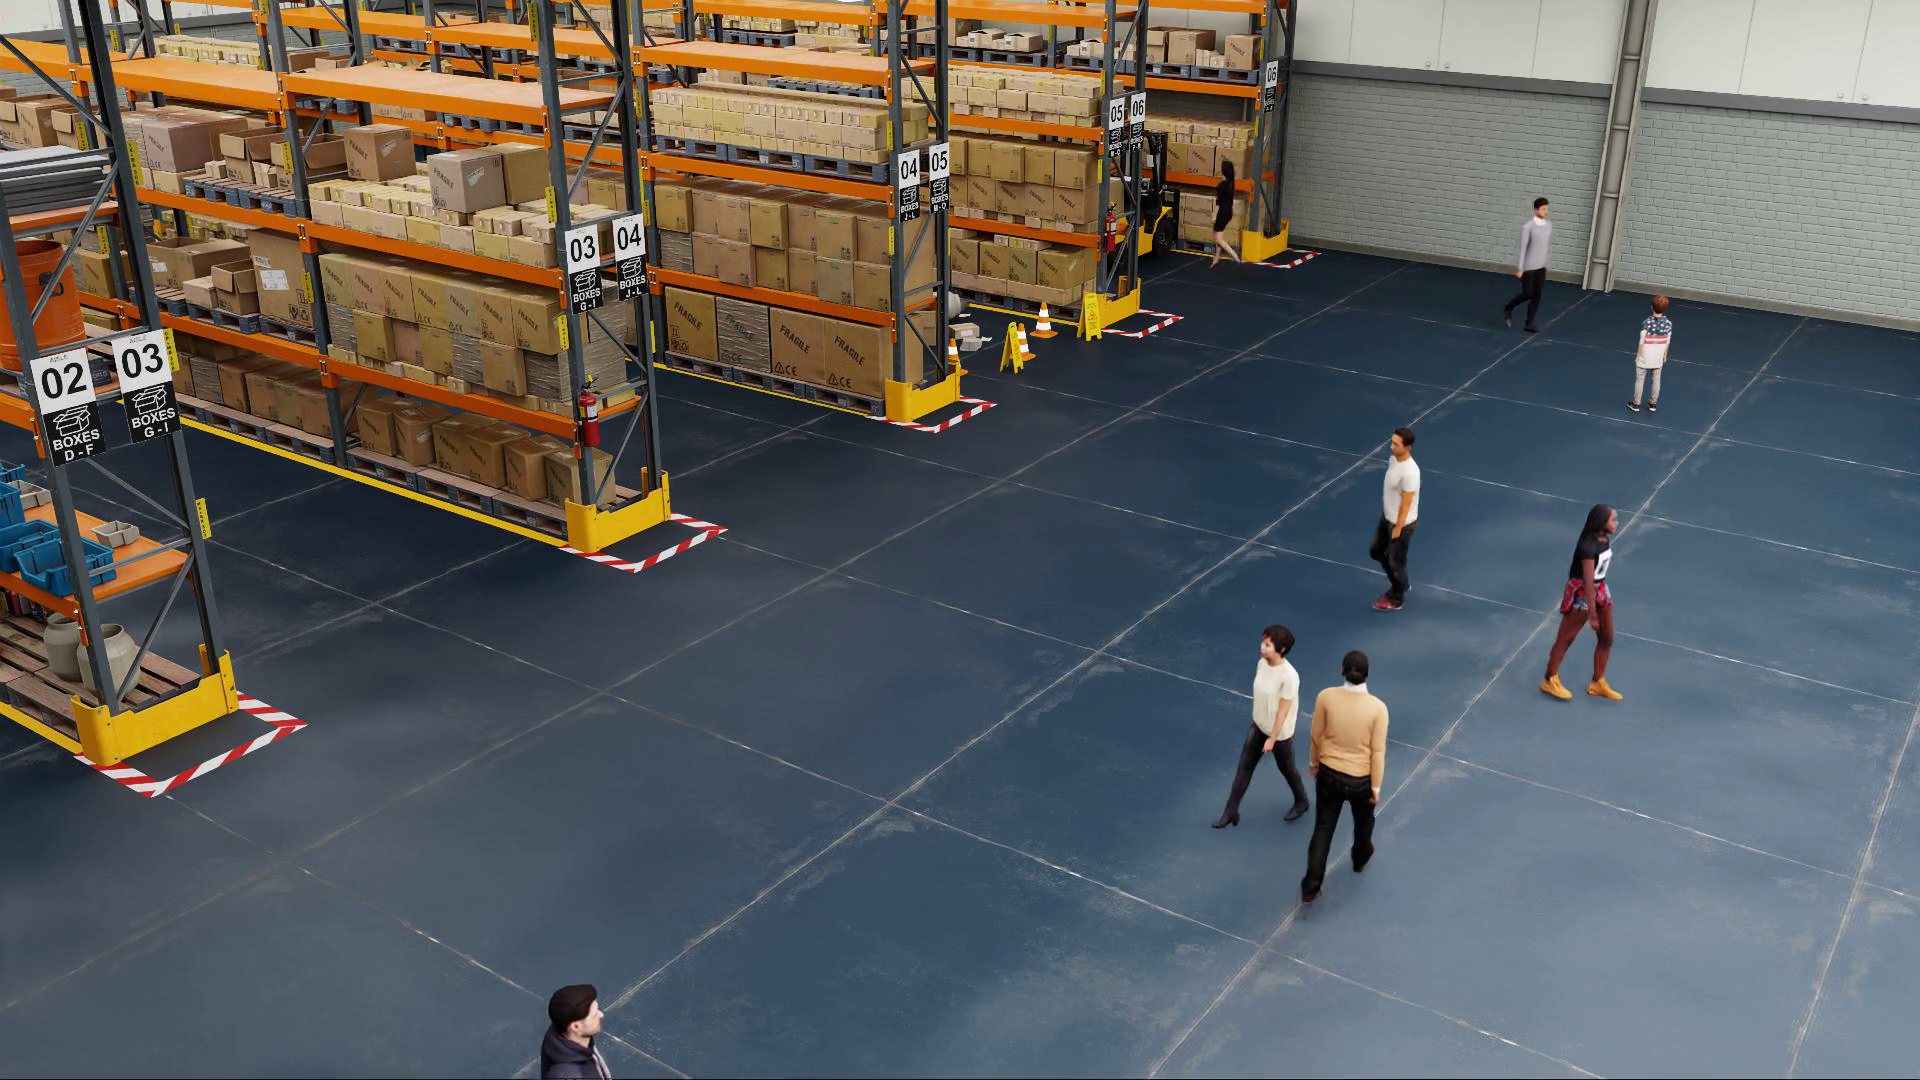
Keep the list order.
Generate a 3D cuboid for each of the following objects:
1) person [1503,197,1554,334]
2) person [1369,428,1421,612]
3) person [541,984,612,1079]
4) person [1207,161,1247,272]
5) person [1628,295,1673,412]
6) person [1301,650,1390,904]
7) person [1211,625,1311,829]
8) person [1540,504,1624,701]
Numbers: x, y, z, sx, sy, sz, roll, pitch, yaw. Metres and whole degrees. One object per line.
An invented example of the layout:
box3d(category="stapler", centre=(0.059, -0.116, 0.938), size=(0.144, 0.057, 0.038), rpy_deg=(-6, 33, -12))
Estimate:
box3d(category="person", centre=(8.034, -3.883, 23.471), size=(0.963, 1.907, 1.074), rpy_deg=(-12, 26, -26))
box3d(category="person", centre=(4.022, -0.180, 14.920), size=(0.874, 1.784, 0.812), rpy_deg=(-3, 23, -6))
box3d(category="person", centre=(-1.843, 2.864, 7.652), size=(1.133, 1.870, 1.103), rpy_deg=(-6, 24, -13))
box3d(category="person", centre=(4.248, -5.107, 26.508), size=(0.925, 1.783, 0.596), rpy_deg=(16, 28, 34))
box3d(category="person", centre=(8.452, -2.290, 20.323), size=(0.562, 1.439, 0.653), rpy_deg=(0, 23, 1))
box3d(category="person", centre=(2.480, 1.590, 10.849), size=(1.123, 1.714, 0.812), rpy_deg=(12, 26, 27))
box3d(category="person", centre=(2.256, 1.336, 11.658), size=(0.944, 1.547, 1.027), rpy_deg=(-11, 26, -25))
box3d(category="person", centre=(4.946, 0.501, 13.426), size=(0.858, 1.700, 0.641), rpy_deg=(19, 29, 37))
